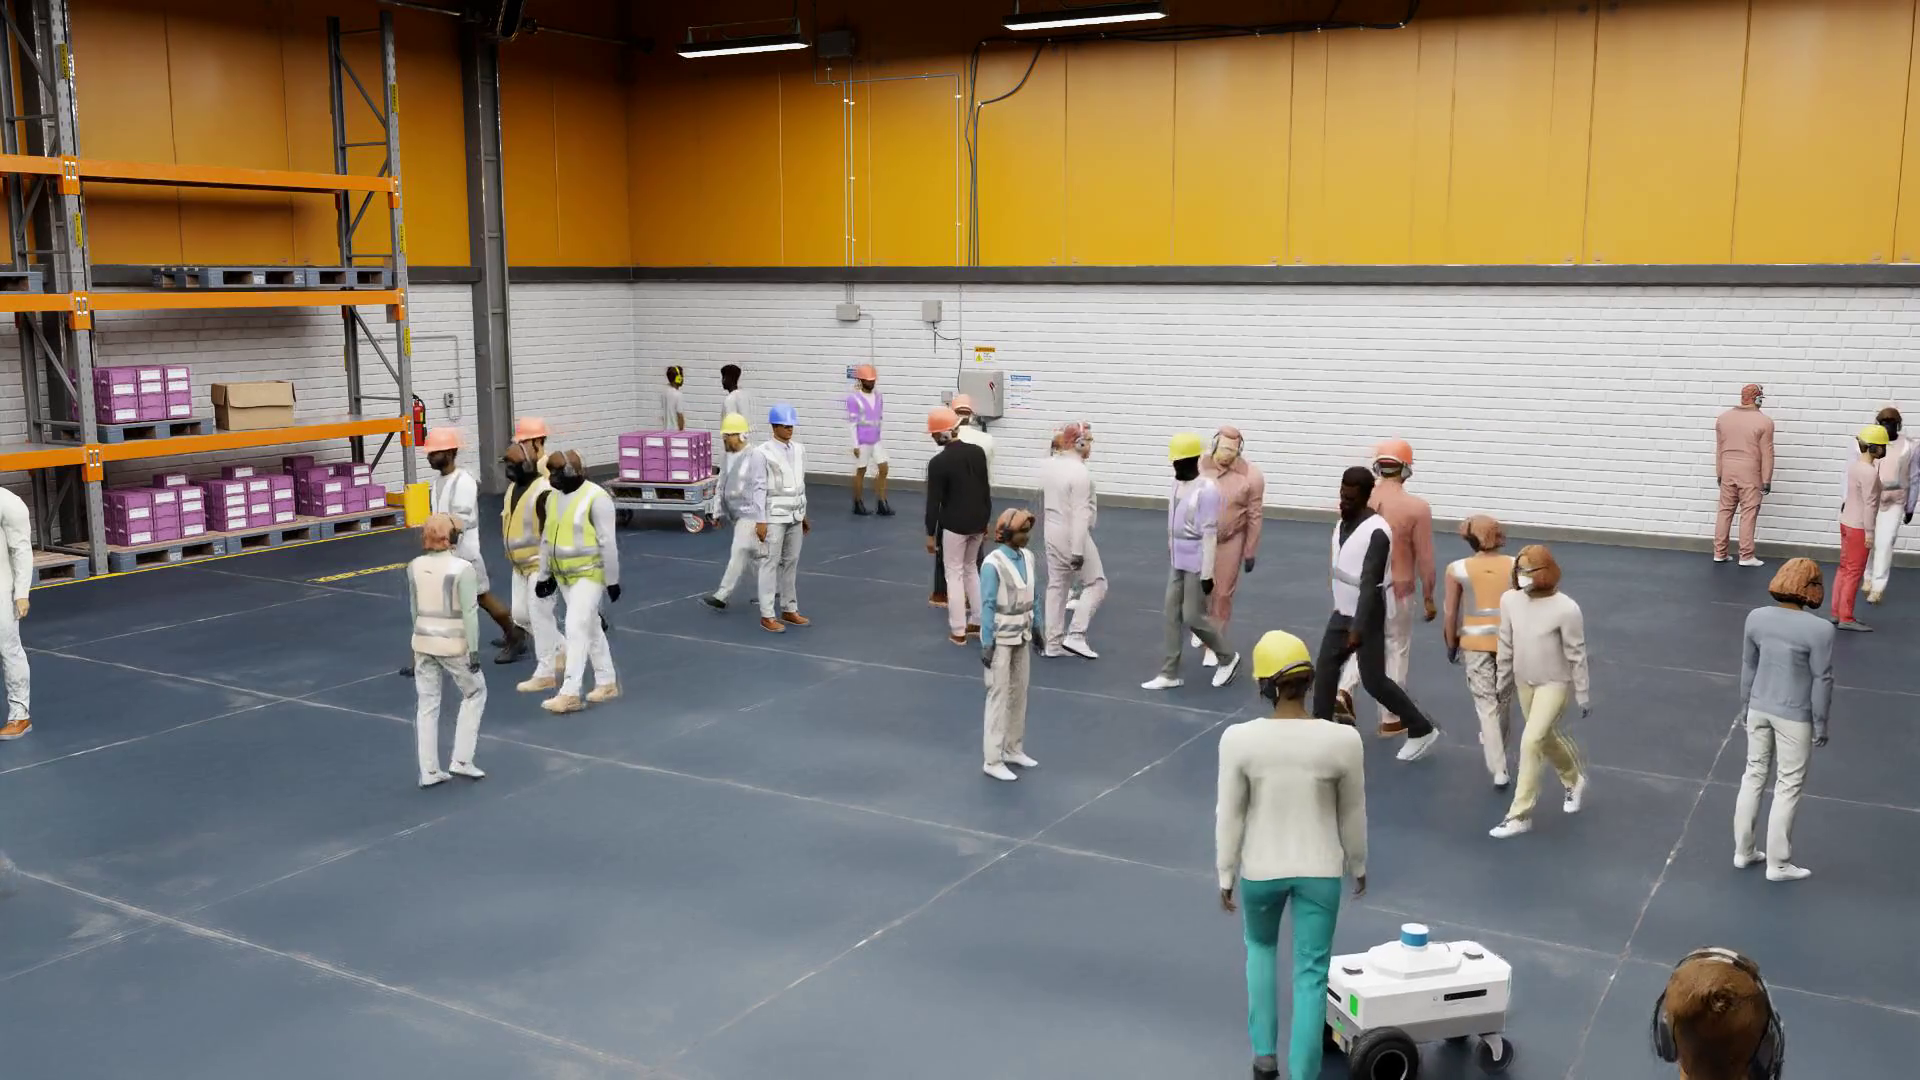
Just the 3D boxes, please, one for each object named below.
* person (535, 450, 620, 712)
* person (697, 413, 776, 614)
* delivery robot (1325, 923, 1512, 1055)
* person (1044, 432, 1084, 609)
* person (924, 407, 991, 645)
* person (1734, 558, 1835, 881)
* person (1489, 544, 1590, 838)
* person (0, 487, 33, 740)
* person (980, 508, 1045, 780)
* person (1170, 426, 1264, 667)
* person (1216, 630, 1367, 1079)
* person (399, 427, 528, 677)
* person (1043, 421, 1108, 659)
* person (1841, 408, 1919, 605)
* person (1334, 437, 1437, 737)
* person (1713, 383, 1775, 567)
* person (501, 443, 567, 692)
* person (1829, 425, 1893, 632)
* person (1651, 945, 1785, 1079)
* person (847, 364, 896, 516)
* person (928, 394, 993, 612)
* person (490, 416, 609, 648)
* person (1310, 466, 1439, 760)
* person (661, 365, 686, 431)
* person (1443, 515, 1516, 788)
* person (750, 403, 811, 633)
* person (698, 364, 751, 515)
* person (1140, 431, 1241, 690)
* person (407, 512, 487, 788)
[{"bbox_3d":[-2.742,0.284,11.596,0.645,1.803,0.838,8,12,40],"label":"person"},{"bbox_3d":[-2.017,-0.243,14.943,0.935,1.779,0.626,-8,12,-41],"label":"person"},{"bbox_3d":[1.721,1.703,6.322,0.707,0.478,0.477,-2,9,-16],"label":"delivery robot"},{"bbox_3d":[0.967,-0.170,15.000,0.382,1.613,0.529,-2,9,-15],"label":"person"},{"bbox_3d":[-0.019,-0.107,13.593,0.453,1.971,0.654,9,13,44],"label":"person"},{"bbox_3d":[4.143,0.892,8.374,0.308,1.624,0.495,-4,10,-24],"label":"person"},{"bbox_3d":[3.231,0.791,9.107,0.851,1.588,0.524,-6,11,-31],"label":"person"},{"bbox_3d":[-6.341,0.341,10.808,0.635,1.937,0.352,1,9,5],"label":"person"},{"bbox_3d":[0.285,0.616,10.054,0.331,1.635,0.542,6,11,34],"label":"person"},{"bbox_3d":[1.993,0.033,12.920,0.716,1.876,0.526,3,10,19],"label":"person"},{"bbox_3d":[1.215,1.196,6.084,0.546,1.738,0.562,2,9,13],"label":"person"},{"bbox_3d":[-3.799,0.070,12.696,0.544,1.895,1.005,8,12,40],"label":"person"},{"bbox_3d":[0.894,0.013,13.046,0.512,1.888,0.649,-4,10,-26],"label":"person"},{"bbox_3d":[8.603,-0.349,15.553,0.614,1.805,0.950,7,12,39],"label":"person"},{"bbox_3d":[2.759,0.318,10.848,0.643,1.972,0.559,9,13,44],"label":"person"},{"bbox_3d":[8.161,-0.674,17.282,0.402,1.903,0.643,-6,11,-32],"label":"person"},{"bbox_3d":[-3.071,0.187,12.141,0.506,1.821,0.669,-8,12,-42],"label":"person"},{"bbox_3d":[7.685,-0.103,14.154,0.349,1.759,0.522,2,9,12],"label":"person"},{"bbox_3d":[1.386,1.649,3.119,0.508,1.801,0.985,7,11,36],"label":"person"},{"bbox_3d":[-1.086,-1.226,20.691,0.575,1.904,0.778,-8,12,-41],"label":"person"},{"bbox_3d":[-0.019,-0.334,14.993,0.600,1.952,0.805,-4,10,-23],"label":"person"},{"bbox_3d":[-3.347,-0.075,13.578,0.942,1.900,0.544,-7,12,-38],"label":"person"},{"bbox_3d":[2.520,0.465,10.256,0.876,1.884,0.593,-3,9,-15],"label":"person"},{"bbox_3d":[-3.718,-1.333,21.524,0.589,1.855,0.540,-7,11,-36],"label":"person"},{"bbox_3d":[3.182,0.642,9.998,0.562,1.582,0.858,1,9,6],"label":"person"},{"bbox_3d":[-1.507,-0.196,14.133,0.394,1.945,0.618,7,11,37],"label":"person"},{"bbox_3d":[-2.775,-1.233,20.743,0.996,1.922,0.621,3,10,18],"label":"person"},{"bbox_3d":[1.708,0.156,12.078,0.707,1.902,0.608,-3,10,-20],"label":"person"},{"bbox_3d":[-3.039,0.649,9.834,0.554,1.618,0.483,4,10,25],"label":"person"}]
